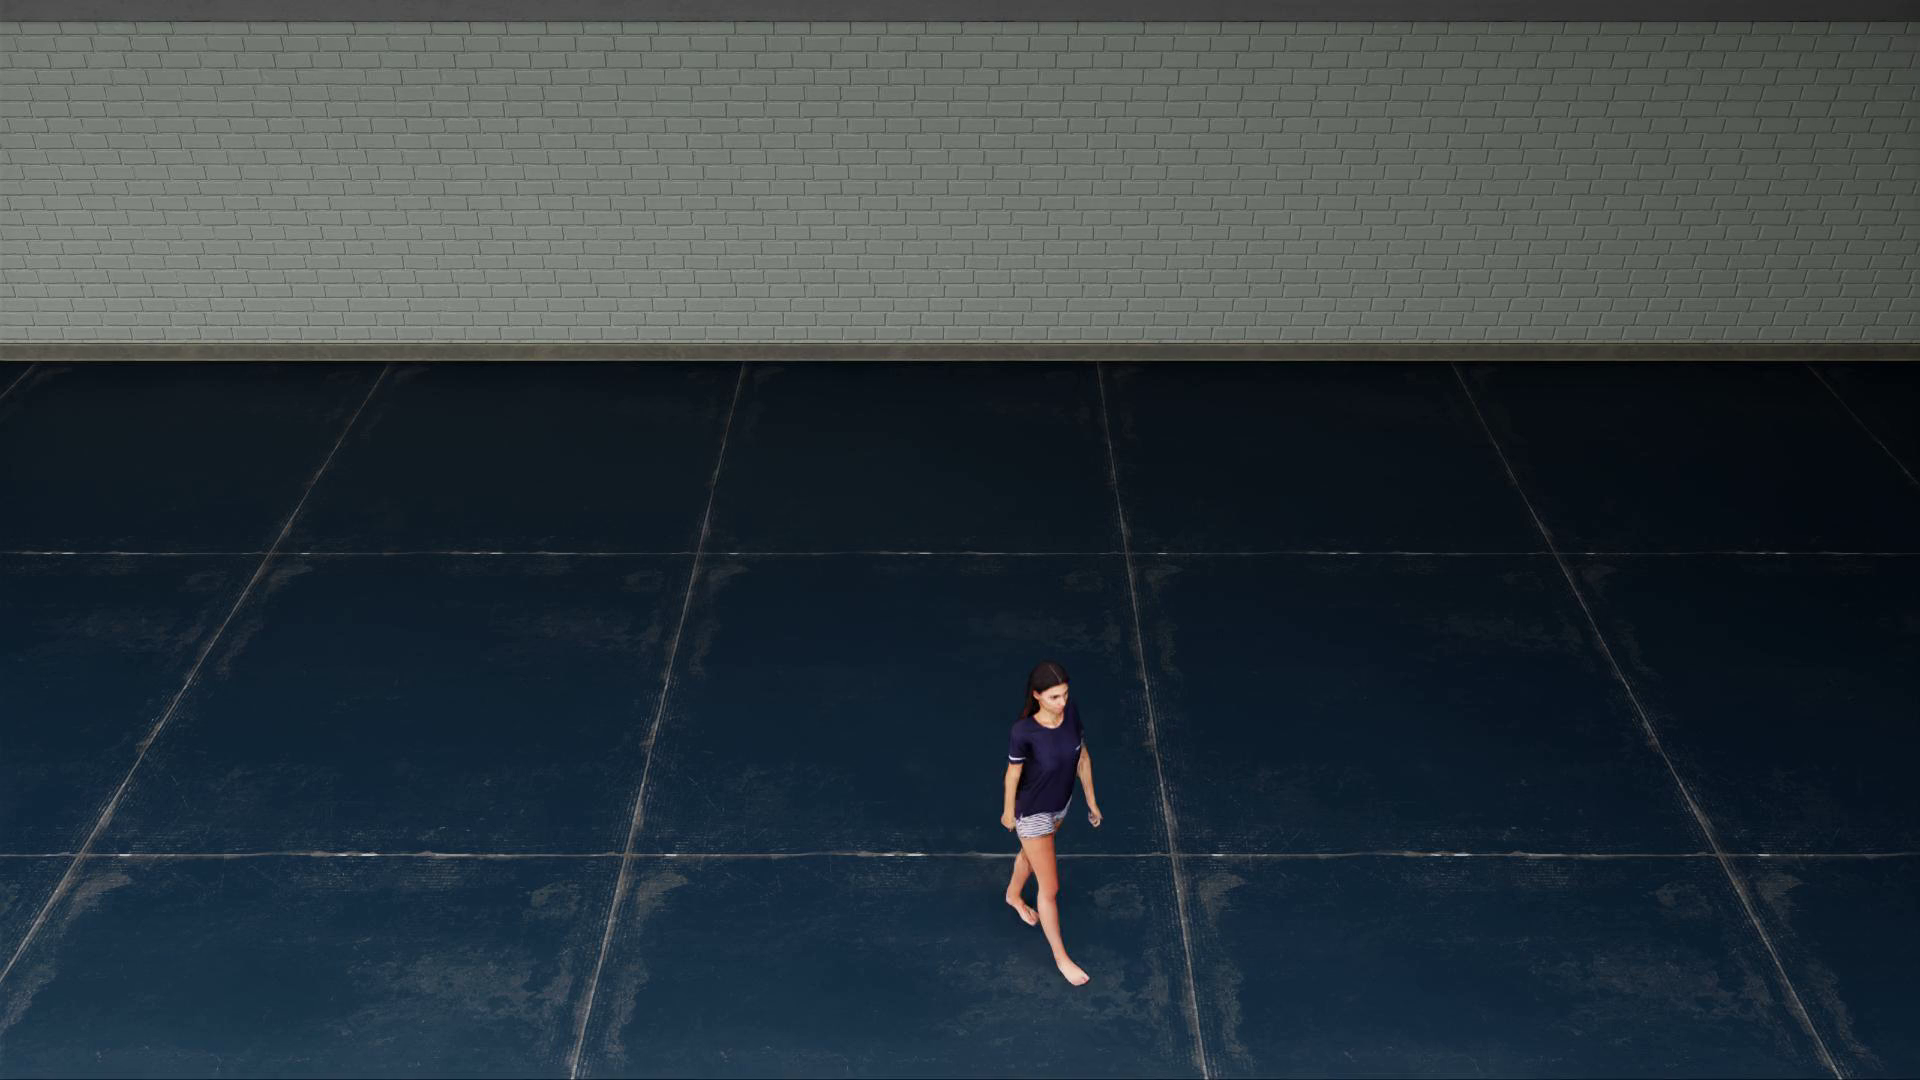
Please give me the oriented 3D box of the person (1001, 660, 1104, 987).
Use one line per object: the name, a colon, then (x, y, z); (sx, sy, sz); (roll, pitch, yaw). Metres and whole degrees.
person: (0.355, 1.269, 8.233); (0.942, 1.735, 1.032); (-26, 41, -34)
